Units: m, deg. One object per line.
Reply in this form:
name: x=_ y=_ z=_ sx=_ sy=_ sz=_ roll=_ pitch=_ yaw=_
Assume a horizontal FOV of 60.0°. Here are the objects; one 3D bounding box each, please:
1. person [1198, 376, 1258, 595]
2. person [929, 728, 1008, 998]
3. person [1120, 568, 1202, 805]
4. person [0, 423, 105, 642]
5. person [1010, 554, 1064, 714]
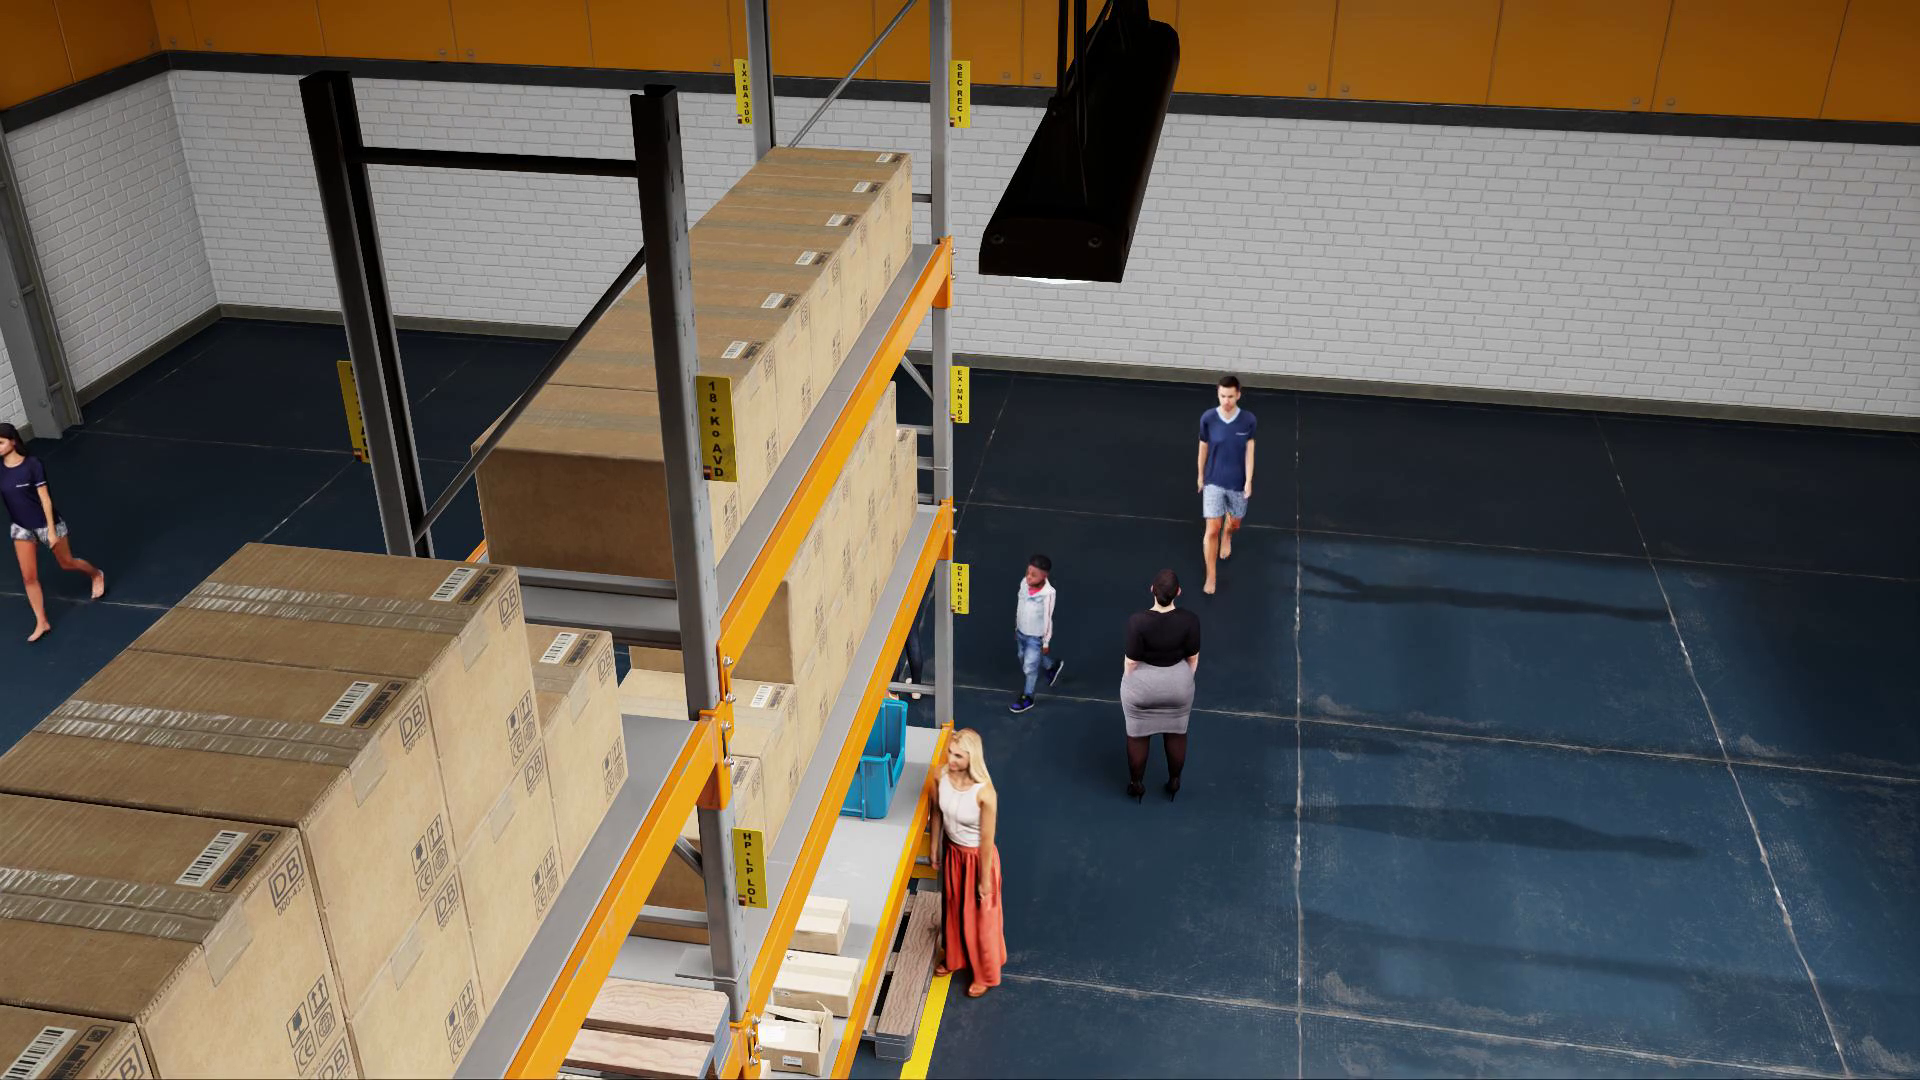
person: x=2.207 y=-0.521 z=13.729 sx=0.644 sy=1.819 sz=1.085 roll=3 pitch=29 yaw=6
person: x=0.054 y=1.815 z=9.466 sx=0.726 sy=1.800 sz=0.758 roll=23 pitch=36 yaw=36
person: x=1.324 y=0.980 z=11.039 sx=0.731 sy=1.760 sz=0.696 roll=-2 pitch=29 yaw=-3
person: x=-7.200 y=-0.134 z=13.110 sx=0.639 sy=1.732 sz=1.105 roll=2 pitch=29 yaw=4
person: x=0.578 y=0.641 z=12.193 sx=0.824 sy=1.251 sz=0.754 roll=-20 pitch=35 yaw=-33
